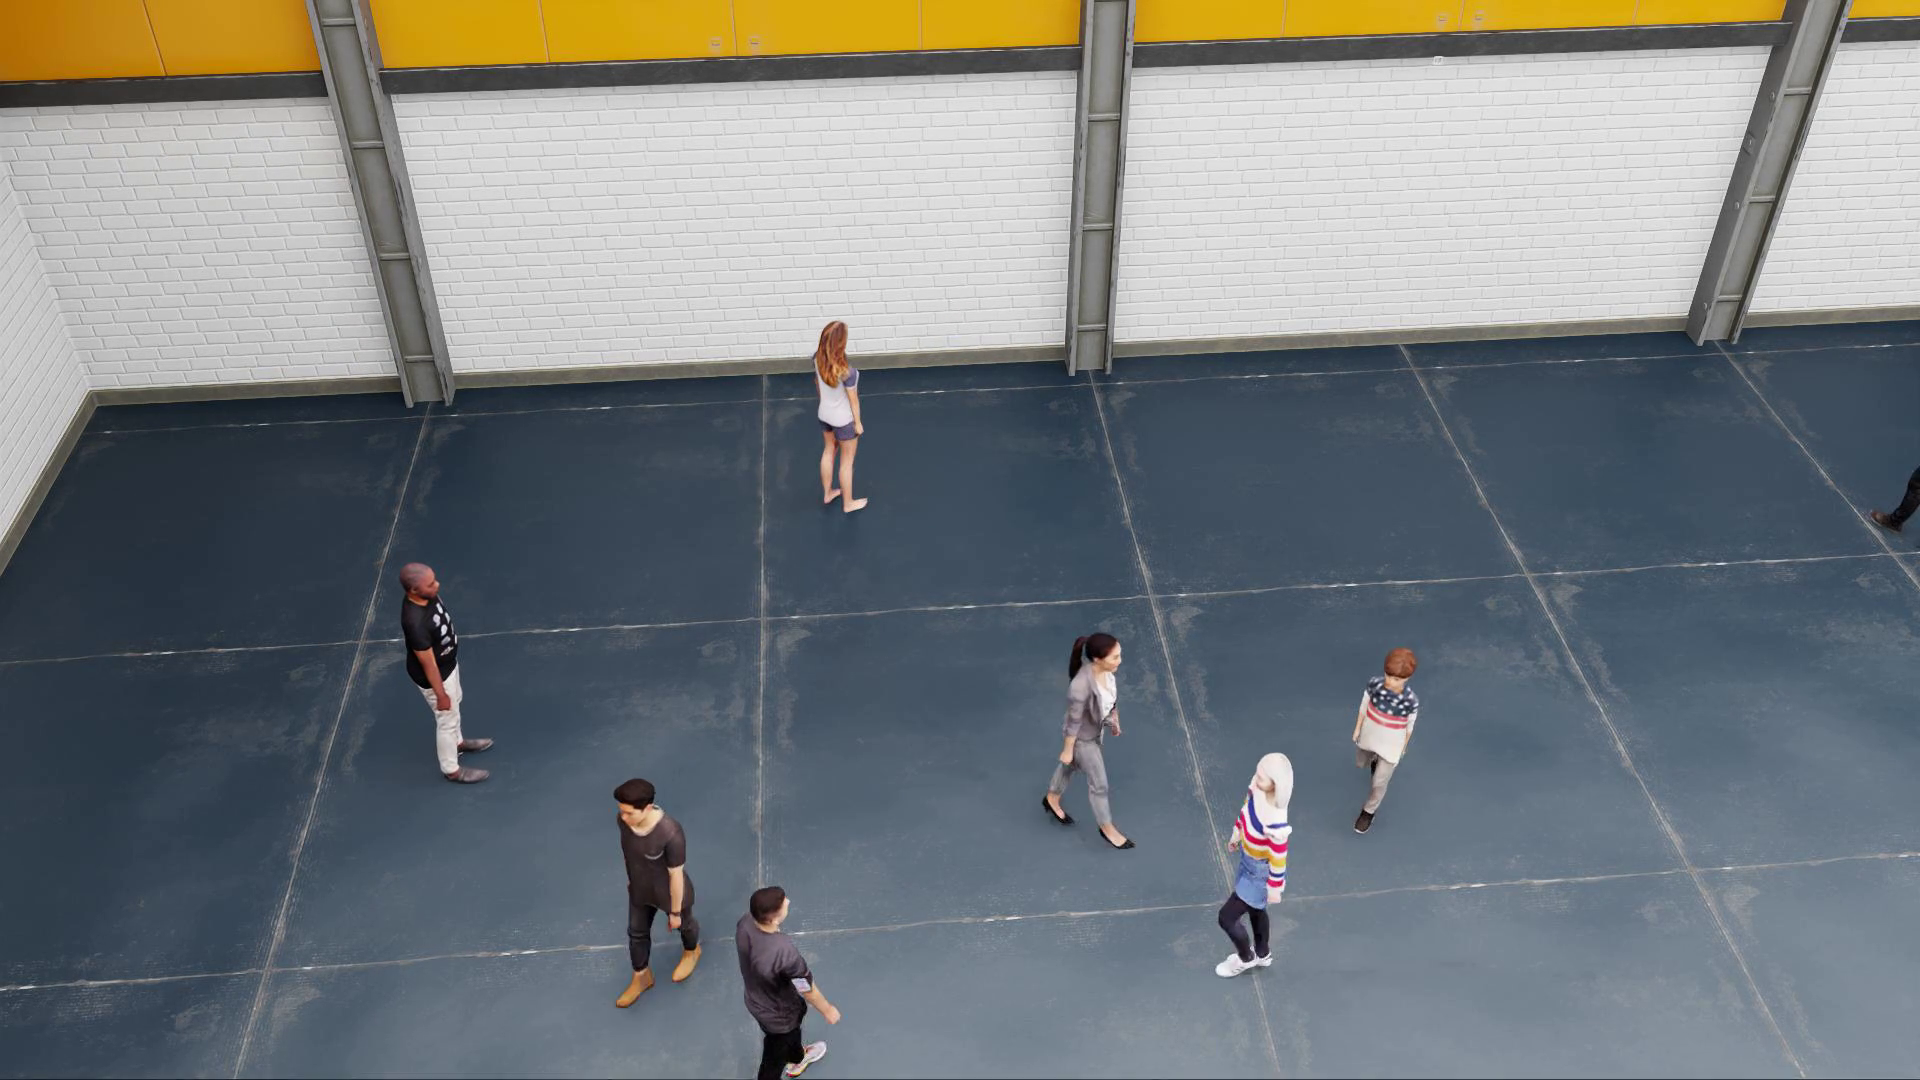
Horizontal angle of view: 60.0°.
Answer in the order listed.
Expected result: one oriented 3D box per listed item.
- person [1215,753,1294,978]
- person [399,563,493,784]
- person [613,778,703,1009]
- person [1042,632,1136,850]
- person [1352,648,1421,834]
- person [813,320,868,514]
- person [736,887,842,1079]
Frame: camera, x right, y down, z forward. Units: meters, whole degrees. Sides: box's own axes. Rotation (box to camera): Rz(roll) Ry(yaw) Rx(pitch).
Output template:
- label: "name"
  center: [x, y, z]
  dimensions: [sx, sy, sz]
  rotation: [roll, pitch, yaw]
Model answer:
- label: "person"
  center: [1.812, 1.891, 9.630]
  dimensions: [0.626, 1.797, 0.662]
  rotation: [-1, 39, -1]
- label: "person"
  center: [-3.447, 0.854, 10.925]
  dimensions: [0.626, 1.801, 0.680]
  rotation: [-7, 39, -8]
- label: "person"
  center: [-1.694, 1.940, 9.653]
  dimensions: [0.904, 1.693, 0.913]
  rotation: [16, 41, 19]
- label: "person"
  center: [0.713, 1.215, 10.600]
  dimensions: [1.042, 1.644, 0.904]
  rotation: [18, 42, 21]
- label: "person"
  center: [2.762, 1.224, 10.764]
  dimensions: [0.852, 1.425, 0.892]
  rotation: [26, 45, 29]
- label: "person"
  center: [-0.984, -0.984, 13.285]
  dimensions: [0.684, 1.730, 0.731]
  rotation: [31, 48, 33]
- label: "person"
  center: [-1.051, 2.524, 8.880]
  dimensions: [0.921, 1.744, 0.838]
  rotation: [-24, 44, -27]
